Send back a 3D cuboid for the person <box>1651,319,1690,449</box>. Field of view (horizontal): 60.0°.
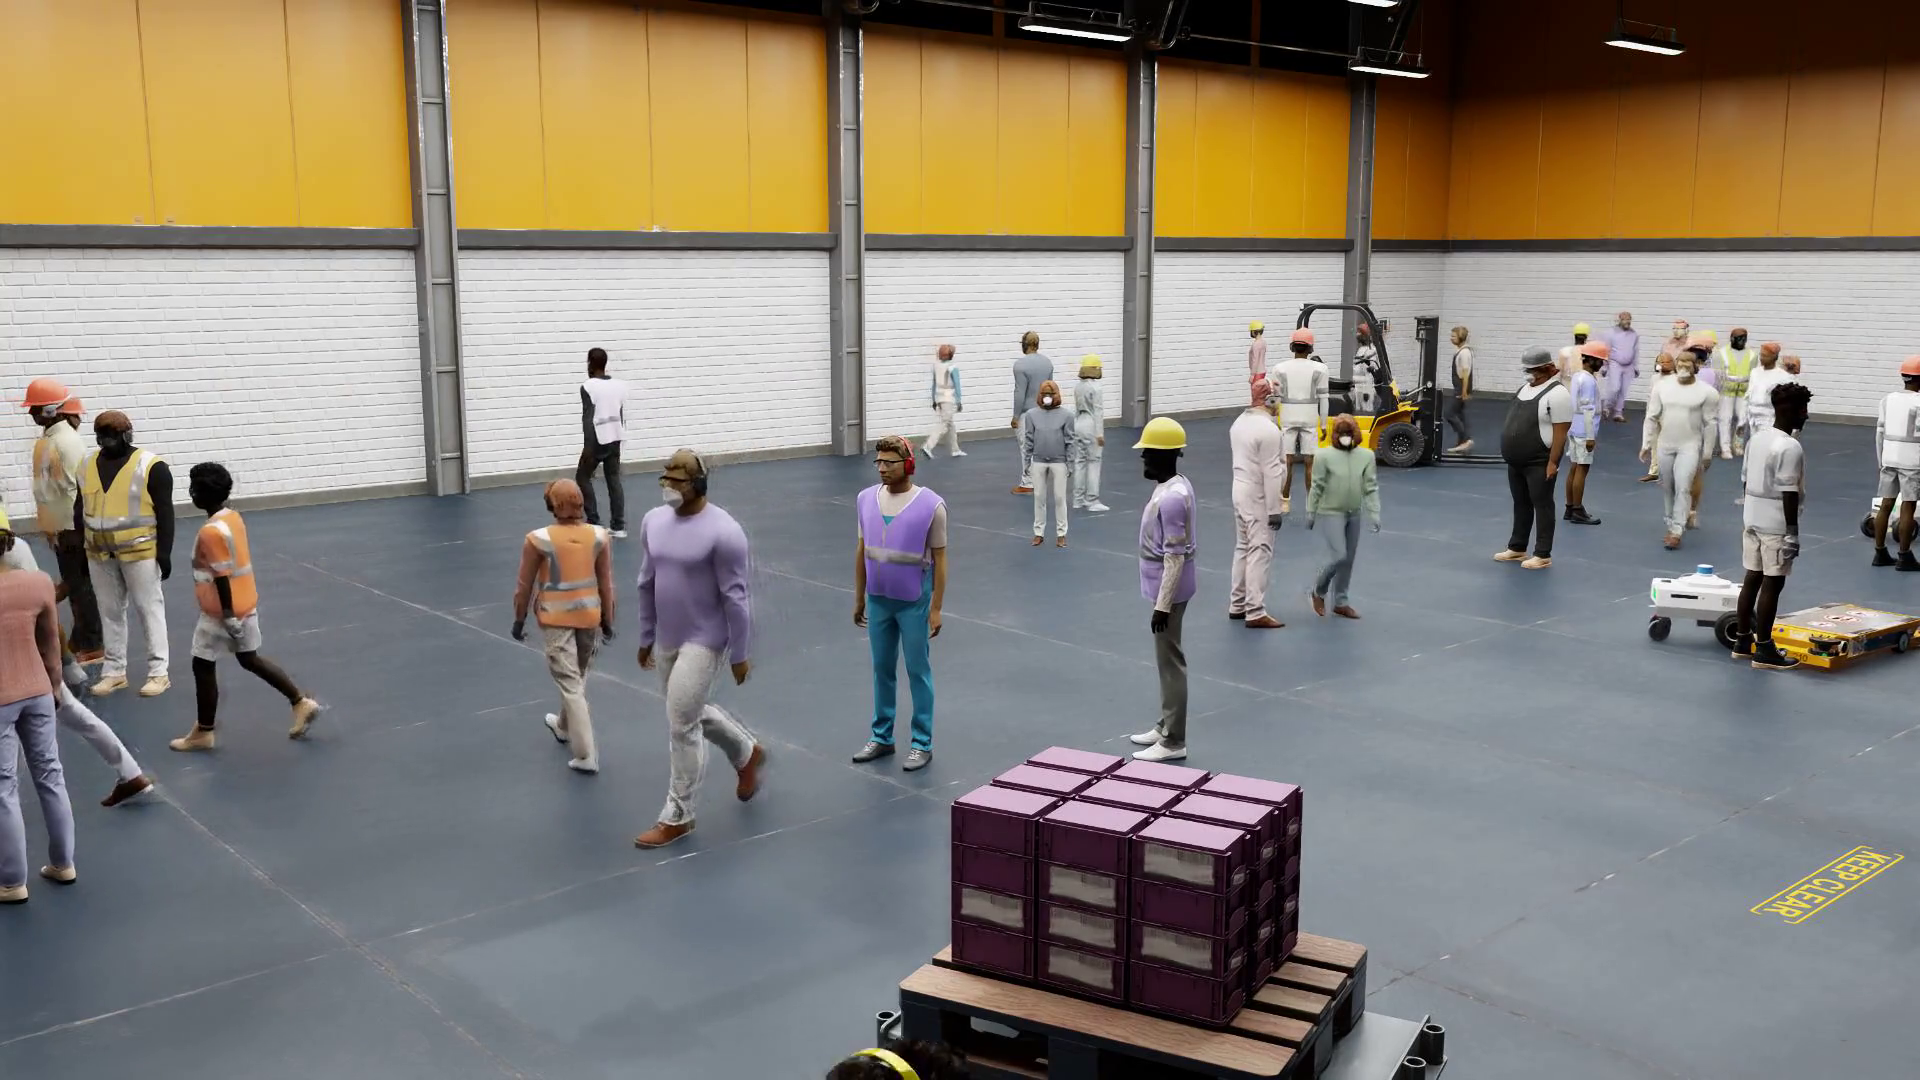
[{"bbox_3d":[10.349,-2.230,24.028,0.407,1.910,0.640,-9,13,-42],"label":"person"}]

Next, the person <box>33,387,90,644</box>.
[{"bbox_3d":[-6.189,-0.087,11.438,0.602,1.919,0.551,-8,13,-40],"label":"person"}]

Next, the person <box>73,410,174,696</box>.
[{"bbox_3d":[-5.356,0.091,10.648,0.640,1.839,0.428,1,10,3],"label":"person"}]

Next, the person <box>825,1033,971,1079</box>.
[{"bbox_3d":[-0.226,1.549,2.119,0.764,1.846,0.533,-9,13,-42],"label":"person"}]

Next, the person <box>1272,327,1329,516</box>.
[{"bbox_3d":[3.688,-1.281,18.077,0.611,2.042,0.394,3,10,15],"label":"person"}]

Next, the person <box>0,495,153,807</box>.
[{"bbox_3d":[-4.500,0.559,8.074,1.056,1.796,0.577,-9,13,-43],"label":"person"}]

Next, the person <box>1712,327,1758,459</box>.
[{"bbox_3d":[10.765,-2.038,23.130,0.633,1.828,0.442,1,10,8],"label":"person"}]

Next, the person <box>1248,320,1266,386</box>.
[{"bbox_3d":[4.871,-2.726,27.351,0.311,1.768,0.524,5,11,25],"label":"person"}]

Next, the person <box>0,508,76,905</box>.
[{"bbox_3d":[-4.179,0.705,7.269,0.328,1.765,0.532,5,11,25],"label":"person"}]

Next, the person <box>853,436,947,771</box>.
[{"bbox_3d":[-0.330,0.337,9.178,0.570,1.844,0.379,6,11,30],"label":"person"}]

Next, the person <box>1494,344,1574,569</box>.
[{"bbox_3d":[5.164,-0.766,15.067,0.536,2.000,0.677,-3,10,-17],"label":"person"}]

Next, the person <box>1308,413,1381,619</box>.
[{"bbox_3d":[2.972,-0.171,12.829,0.484,1.615,0.384,-4,10,-21],"label":"person"}]

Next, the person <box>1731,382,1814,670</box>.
[{"bbox_3d":[5.587,-0.105,11.421,0.362,1.962,0.613,0,10,0],"label":"person"}]

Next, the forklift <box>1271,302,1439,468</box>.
[{"bbox_3d":[5.320,-2.157,22.763,2.313,2.155,1.214,3,10,16],"label":"forklift"}]

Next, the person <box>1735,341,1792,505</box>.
[{"bbox_3d":[9.165,-1.331,18.931,0.623,1.884,0.584,-2,10,-12],"label":"person"}]

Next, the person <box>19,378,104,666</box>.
[{"bbox_3d":[-6.158,-0.120,11.430,0.396,1.990,0.621,-7,12,-35],"label":"person"}]

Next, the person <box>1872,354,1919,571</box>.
[{"bbox_3d":[8.496,-0.693,14.941,0.376,1.939,0.547,-3,10,-17],"label":"person"}]

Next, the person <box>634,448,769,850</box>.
[{"bbox_3d":[-1.263,0.484,8.143,0.635,1.914,0.899,8,12,39],"label":"person"}]

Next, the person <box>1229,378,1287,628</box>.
[{"bbox_3d":[2.292,-0.287,12.696,0.397,1.899,0.654,-2,10,-13],"label":"person"}]

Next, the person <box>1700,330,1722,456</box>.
[{"bbox_3d":[10.418,-2.097,23.636,0.821,1.785,0.595,4,11,23],"label":"person"}]

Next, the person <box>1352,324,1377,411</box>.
[{"bbox_3d":[5.844,-2.173,23.846,0.862,1.859,0.591,-1,10,-4],"label":"person"}]

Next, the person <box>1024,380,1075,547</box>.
[{"bbox_3d":[0.865,-0.738,16.130,0.502,1.627,0.282,3,10,16],"label":"person"}]

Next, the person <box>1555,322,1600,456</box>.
[{"bbox_3d":[8.559,-2.062,23.037,0.582,1.910,0.740,0,10,2],"label":"person"}]

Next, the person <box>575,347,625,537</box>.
[{"bbox_3d":[-3.646,-0.977,16.705,0.659,1.894,0.634,6,11,30],"label":"person"}]

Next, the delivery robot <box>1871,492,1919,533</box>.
[{"bbox_3d":[9.421,-0.310,16.472,0.707,0.478,0.477,-2,10,-13],"label":"delivery robot"}]

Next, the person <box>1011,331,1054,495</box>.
[{"bbox_3d":[0.836,-1.498,19.650,0.358,1.938,0.636,9,13,42],"label":"person"}]

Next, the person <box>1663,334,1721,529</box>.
[{"bbox_3d":[7.553,-1.113,17.211,0.618,2.007,0.489,-3,10,-16],"label":"person"}]

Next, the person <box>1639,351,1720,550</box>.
[{"bbox_3d":[6.971,-0.879,16.165,0.643,1.926,0.693,9,13,42],"label":"person"}]

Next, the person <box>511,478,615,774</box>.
[{"bbox_3d":[-2.217,0.452,9.241,0.517,1.597,0.846,-9,13,-41],"label":"person"}]

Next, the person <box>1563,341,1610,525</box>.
[{"bbox_3d":[6.610,-1.132,17.546,0.370,1.928,0.543,1,10,6],"label":"person"}]

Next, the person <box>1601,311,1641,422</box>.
[{"bbox_3d":[11.205,-2.926,28.161,0.643,1.889,0.422,-2,10,-13],"label":"person"}]

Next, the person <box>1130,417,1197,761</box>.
[{"bbox_3d":[1.136,0.276,9.298,0.369,1.928,0.586,1,10,6],"label":"person"}]

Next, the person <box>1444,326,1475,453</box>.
[{"bbox_3d":[7.113,-2.134,23.713,0.413,1.828,0.517,3,10,16],"label":"person"}]

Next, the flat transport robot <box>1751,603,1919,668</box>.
[{"bbox_3d":[6.256,0.665,11.865,1.431,0.197,0.652,-7,12,-35],"label":"flat transport robot"}]

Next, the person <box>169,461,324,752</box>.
[{"bbox_3d":[-4.113,0.372,9.495,0.767,1.670,0.533,-1,10,-6],"label":"person"}]

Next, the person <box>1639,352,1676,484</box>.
[{"bbox_3d":[8.697,-1.506,20.591,0.268,1.632,0.507,-4,10,-21],"label":"person"}]

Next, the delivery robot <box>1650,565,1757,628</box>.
[{"bbox_3d":[5.438,0.424,12.175,0.707,0.478,0.477,4,11,24],"label":"delivery robot"}]

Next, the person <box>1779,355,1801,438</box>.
[{"bbox_3d":[9.924,-1.405,19.974,0.308,1.643,0.511,5,11,25],"label":"person"}]

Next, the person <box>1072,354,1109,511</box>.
[{"bbox_3d":[1.450,-1.198,18.482,0.317,1.740,0.500,-5,11,-28],"label":"person"}]

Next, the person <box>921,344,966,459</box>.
[{"bbox_3d":[-0.229,-1.926,23.136,0.808,1.605,0.527,-7,12,-37],"label":"person"}]
